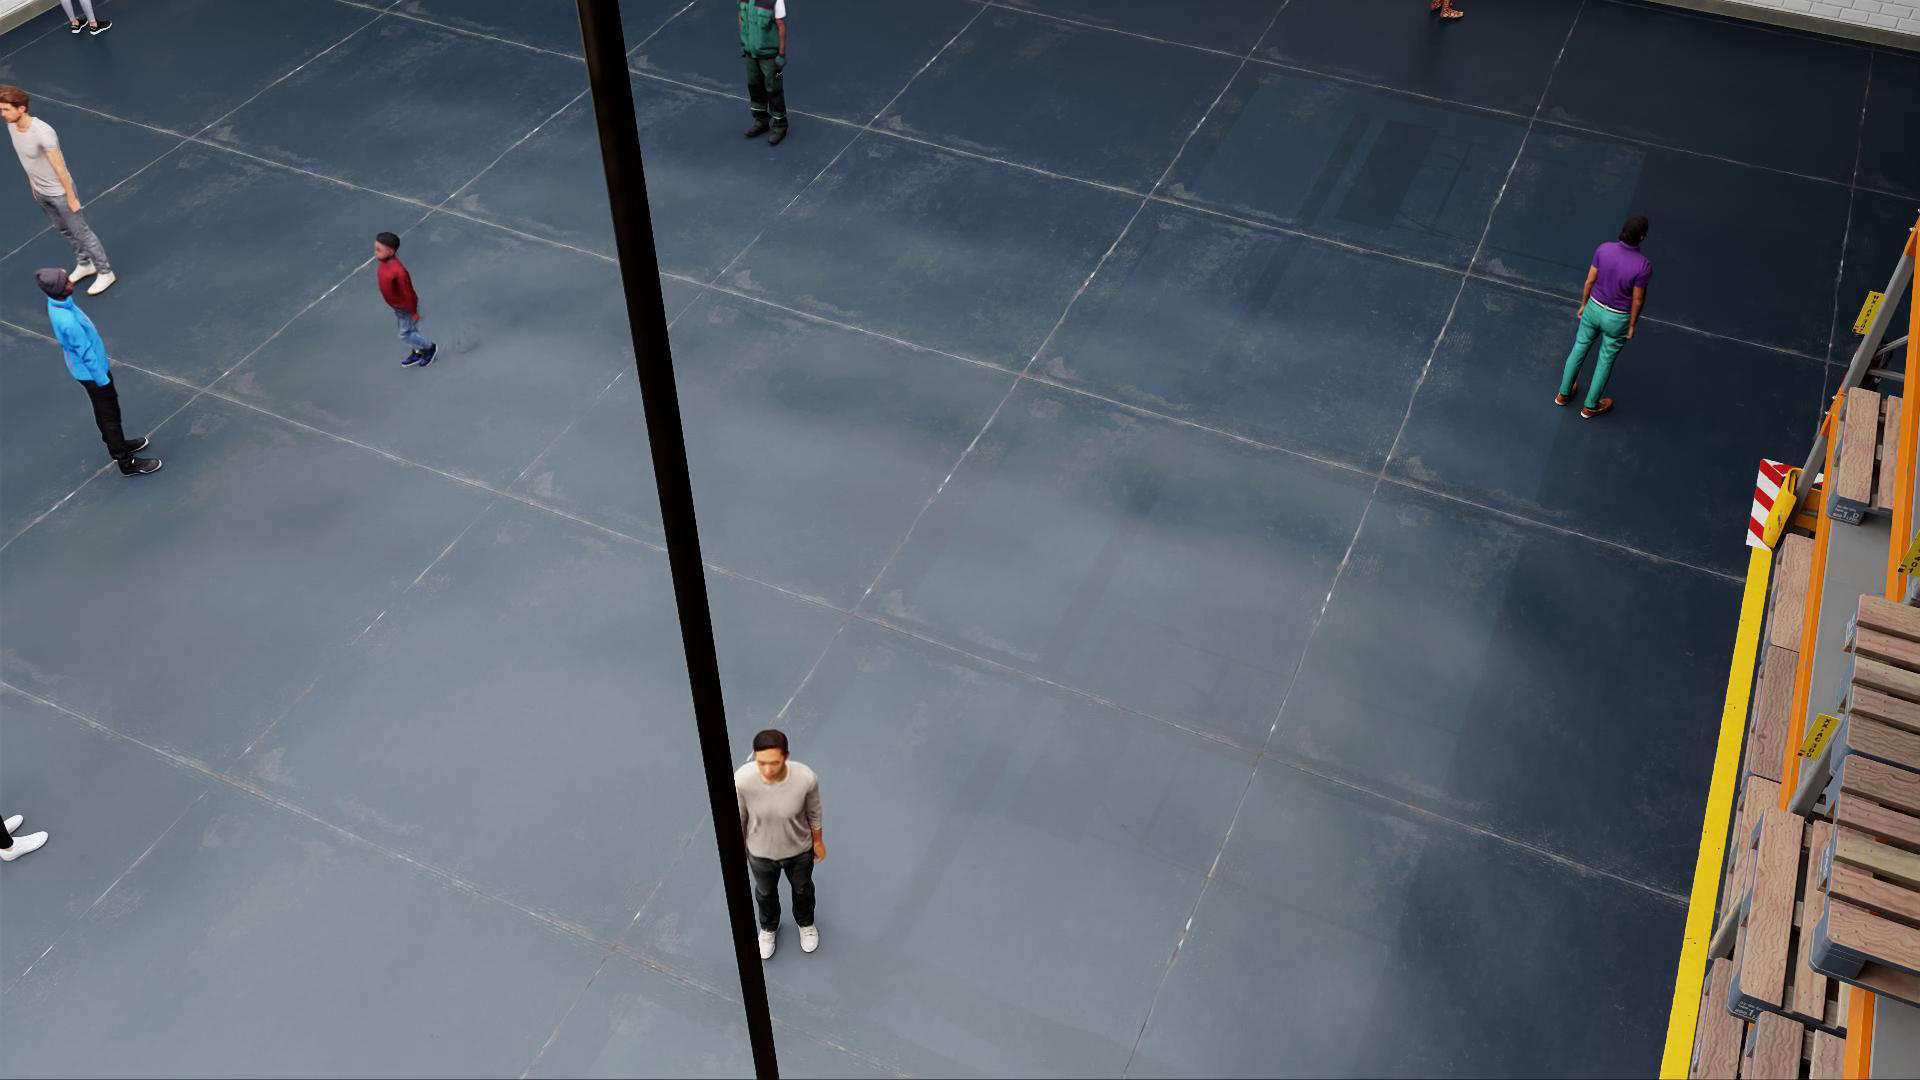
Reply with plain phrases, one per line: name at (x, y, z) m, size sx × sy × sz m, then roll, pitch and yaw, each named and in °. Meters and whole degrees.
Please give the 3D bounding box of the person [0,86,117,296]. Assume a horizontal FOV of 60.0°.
person at (-7.612, -2.962, 13.990) m, size 0.658 × 1.893 × 0.556 m, roll 21°, pitch 47°, yaw 20°

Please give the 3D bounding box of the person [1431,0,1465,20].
person at (5.334, -6.450, 17.778) m, size 0.723 × 1.718 × 0.640 m, roll -10°, pitch 44°, yaw -10°

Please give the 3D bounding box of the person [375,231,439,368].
person at (-4.434, -1.946, 13.390) m, size 0.639 × 1.250 × 0.606 m, roll -29°, pitch 50°, yaw -27°

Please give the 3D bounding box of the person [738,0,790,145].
person at (-1.873, -4.674, 15.826) m, size 0.709 × 1.840 × 0.634 m, roll 23°, pitch 48°, yaw 23°

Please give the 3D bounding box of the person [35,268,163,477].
person at (-6.417, -1.249, 12.264) m, size 0.688 × 1.794 × 0.698 m, roll -28°, pitch 50°, yaw -27°

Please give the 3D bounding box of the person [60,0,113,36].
person at (-9.481, -6.181, 17.491) m, size 0.595 × 1.725 × 0.566 m, roll 9°, pitch 44°, yaw 9°

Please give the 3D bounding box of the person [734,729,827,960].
person at (-0.998, 1.656, 9.202) m, size 0.736 × 1.812 × 0.733 m, roll -4°, pitch 44°, yaw -4°

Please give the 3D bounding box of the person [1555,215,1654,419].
person at (4.978, -1.729, 12.787) m, size 0.685 × 1.768 × 0.702 m, roll -35°, pitch 53°, yaw -31°
